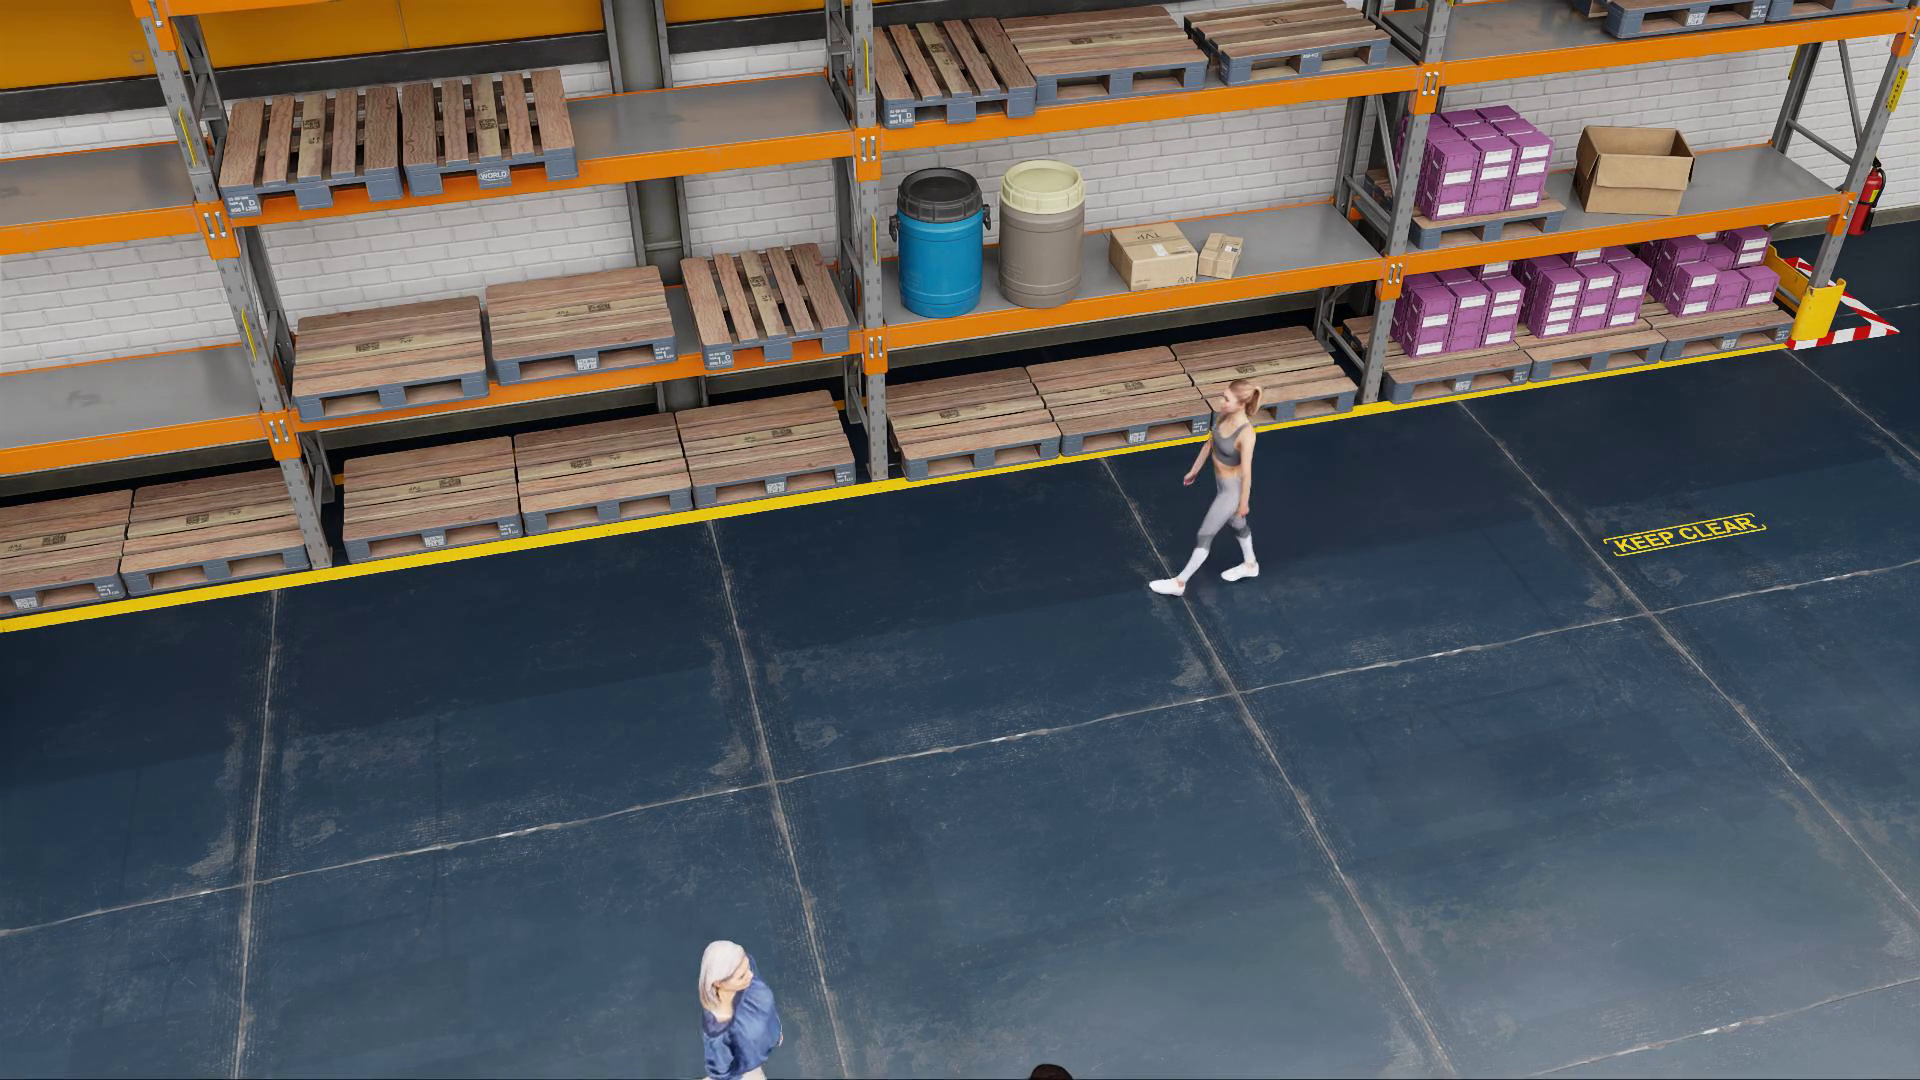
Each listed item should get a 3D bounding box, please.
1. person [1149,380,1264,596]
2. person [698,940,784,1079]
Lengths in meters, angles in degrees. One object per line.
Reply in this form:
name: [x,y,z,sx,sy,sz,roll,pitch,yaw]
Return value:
person: [1.858,-0.345,10.975,1.052,1.664,0.608,-7,39,-9]
person: [-1.088,2.357,7.596,1.179,1.669,0.893,4,39,5]
